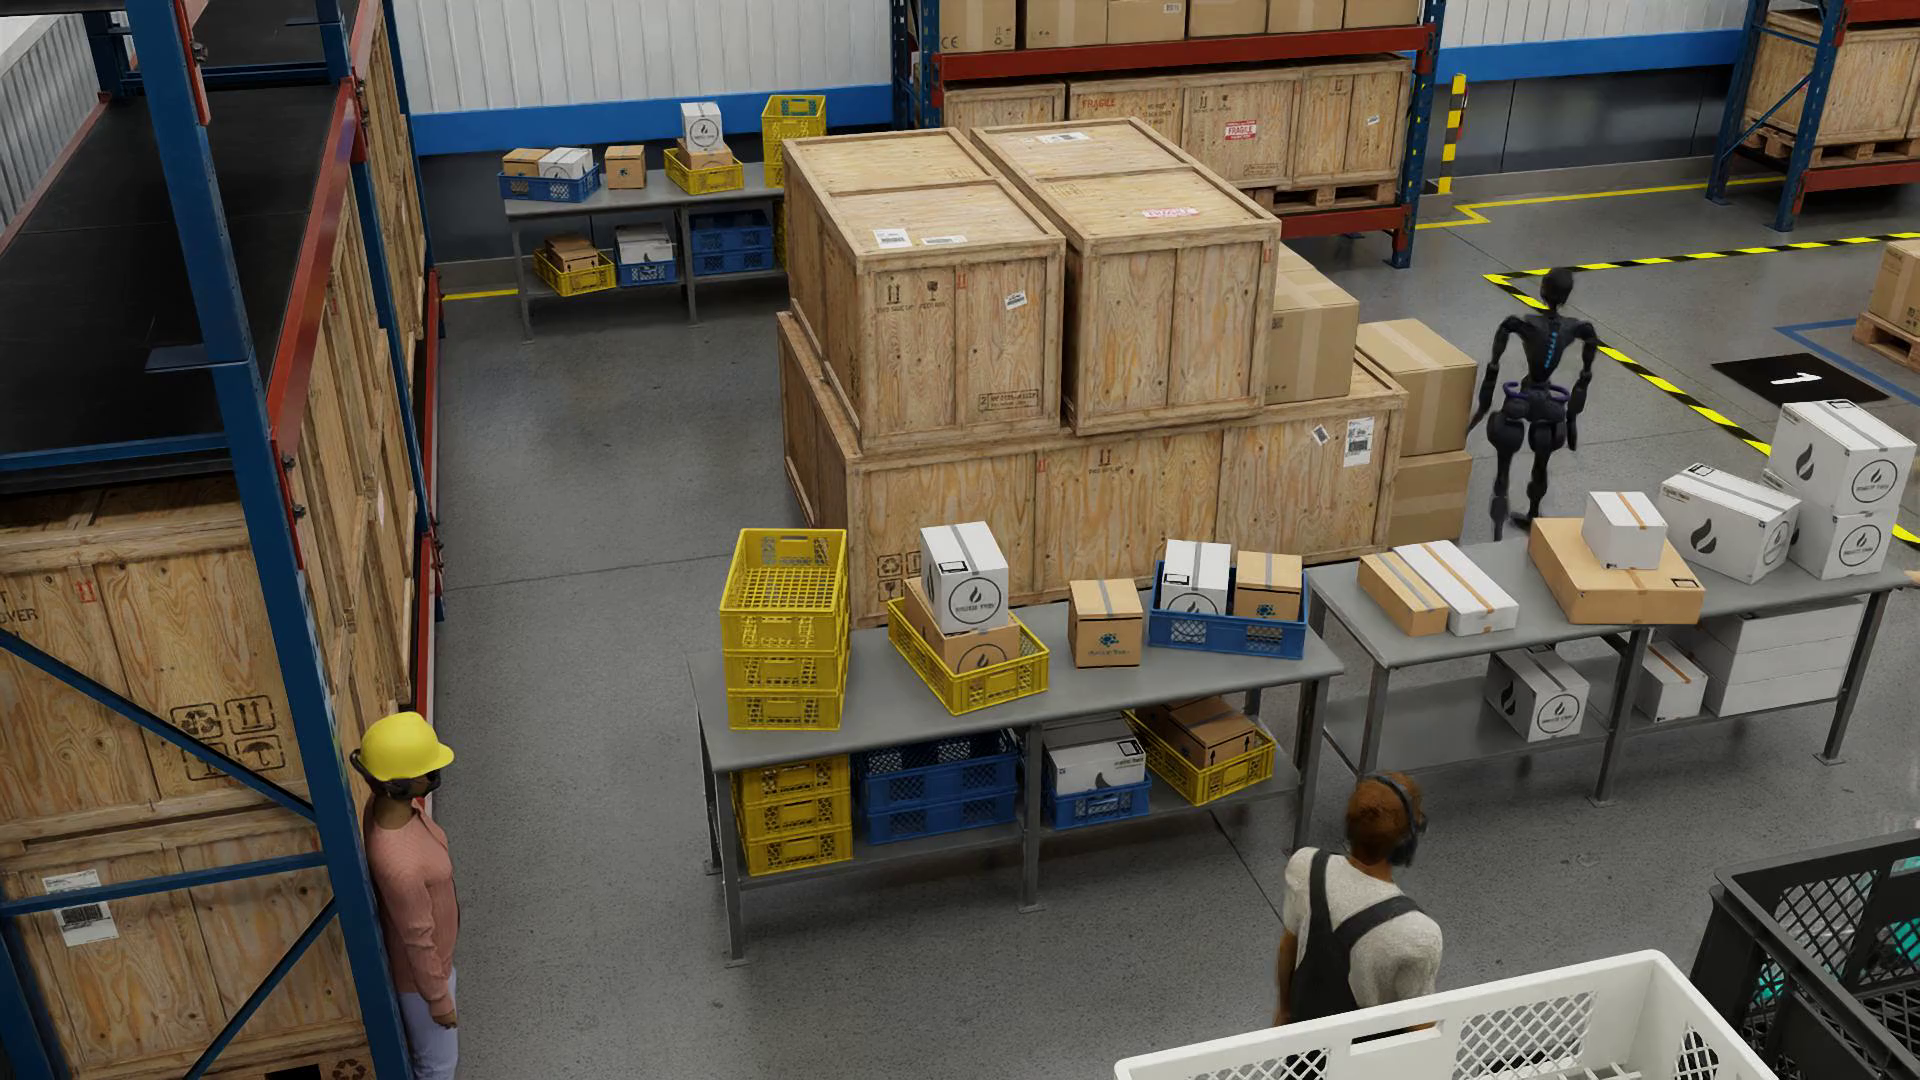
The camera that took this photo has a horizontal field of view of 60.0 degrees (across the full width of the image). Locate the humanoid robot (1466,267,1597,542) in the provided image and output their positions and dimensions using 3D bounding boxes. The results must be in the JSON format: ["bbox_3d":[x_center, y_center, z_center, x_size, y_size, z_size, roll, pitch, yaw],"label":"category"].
[{"bbox_3d":[3.049,-0.692,8.942,0.584,1.649,0.629,3,29,6],"label":"humanoid robot"}]

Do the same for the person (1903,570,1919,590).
[{"bbox_3d":[5.191,-0.555,8.289,0.375,2.039,0.614,1,29,2],"label":"person"}]

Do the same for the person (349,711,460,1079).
[{"bbox_3d":[-1.658,1.294,5.225,0.336,1.761,0.523,-10,30,-18],"label":"person"}]

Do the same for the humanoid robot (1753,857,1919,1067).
[{"bbox_3d":[2.573,1.371,5.163,1.018,1.777,0.531,14,32,23],"label":"humanoid robot"}]

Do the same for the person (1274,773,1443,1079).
[{"bbox_3d":[1.126,1.462,4.834,0.332,1.839,0.508,-22,36,-34],"label":"person"}]
